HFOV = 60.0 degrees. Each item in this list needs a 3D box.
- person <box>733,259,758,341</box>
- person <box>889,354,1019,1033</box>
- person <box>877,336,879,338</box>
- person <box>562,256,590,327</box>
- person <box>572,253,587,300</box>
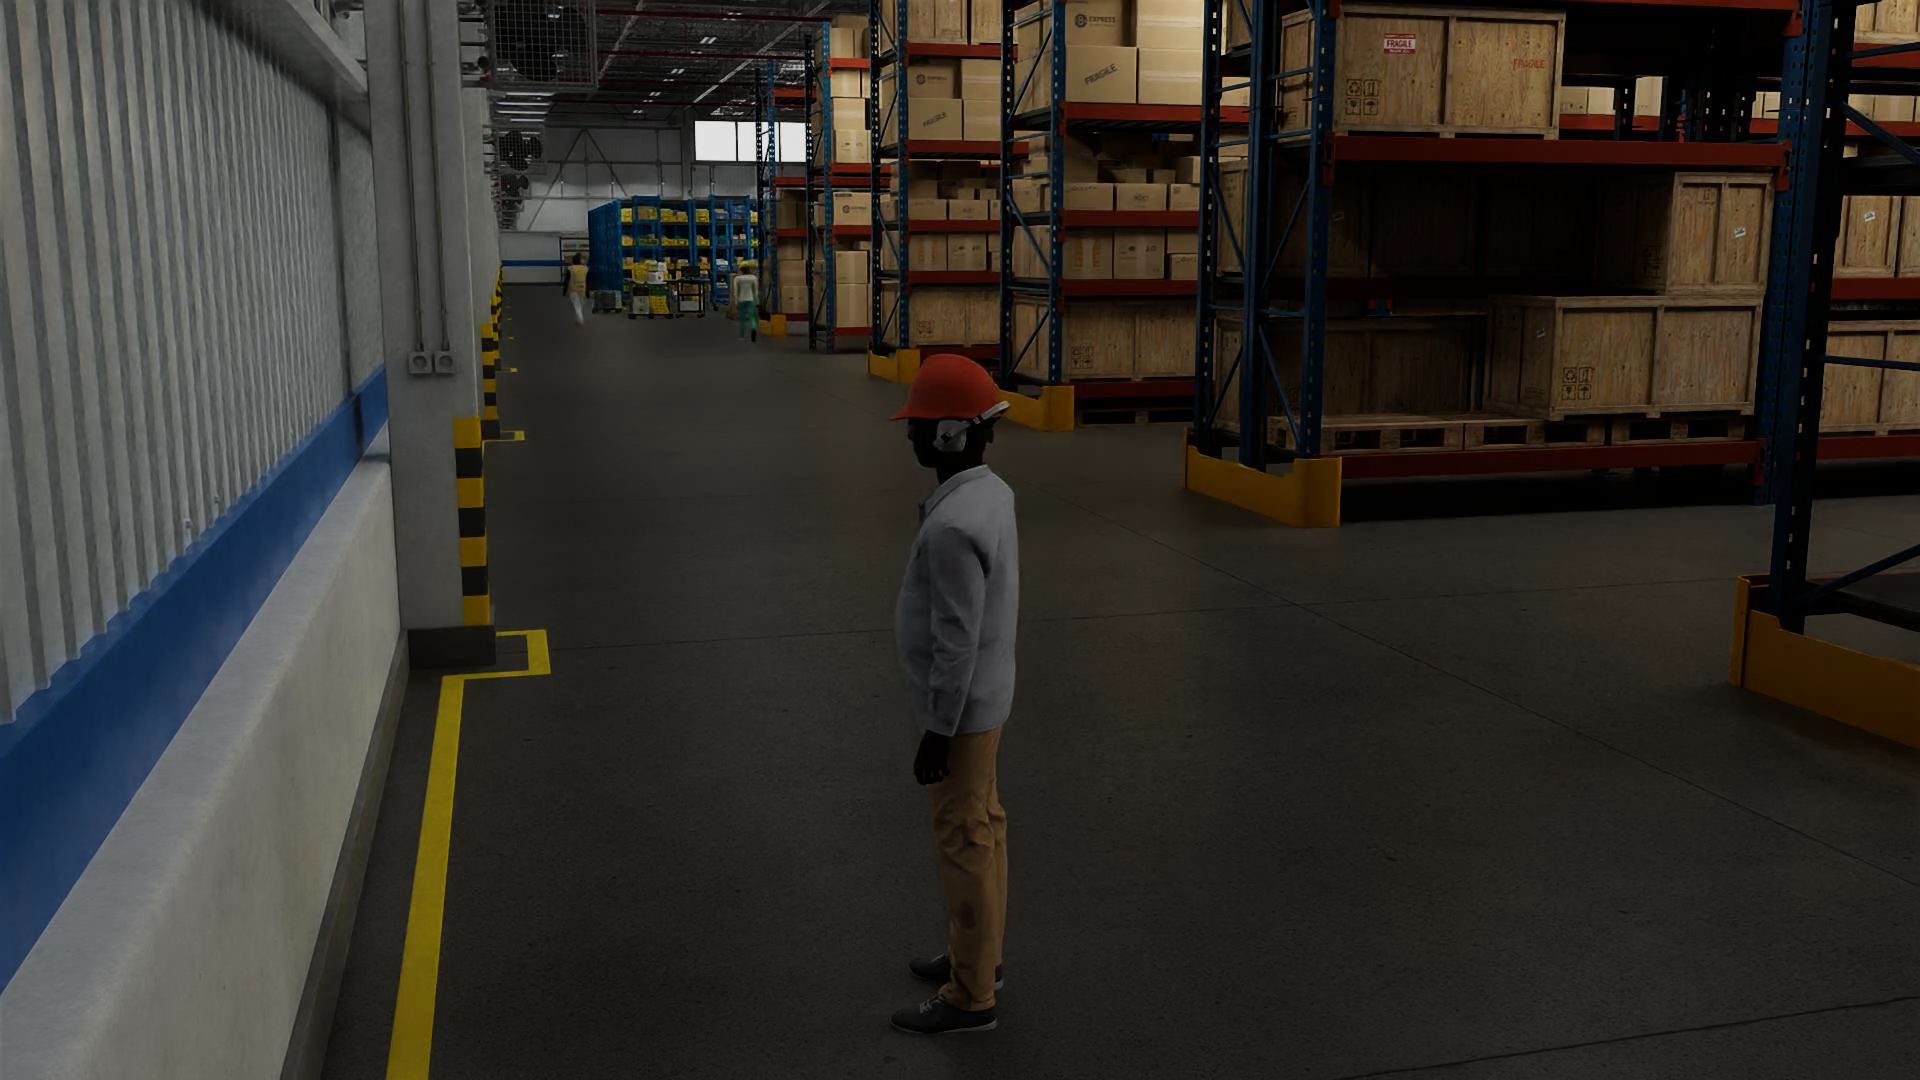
[{"bbox_3d":[-4.536,-5.073,35.290,0.535,1.751,0.645,-3,10,-17],"label":"person"},{"bbox_3d":[-0.018,0.397,4.316,0.327,1.752,0.563,1,10,8],"label":"person"},{"bbox_3d":[-1.344,-5.388,36.751,1.012,1.880,0.551,-2,10,-9],"label":"person"},{"bbox_3d":[-9.675,-6.258,41.894,0.621,1.792,0.964,-9,13,-41],"label":"person"},{"bbox_3d":[-14.375,-9.972,62.947,0.572,1.793,0.972,0,10,-1],"label":"person"}]
